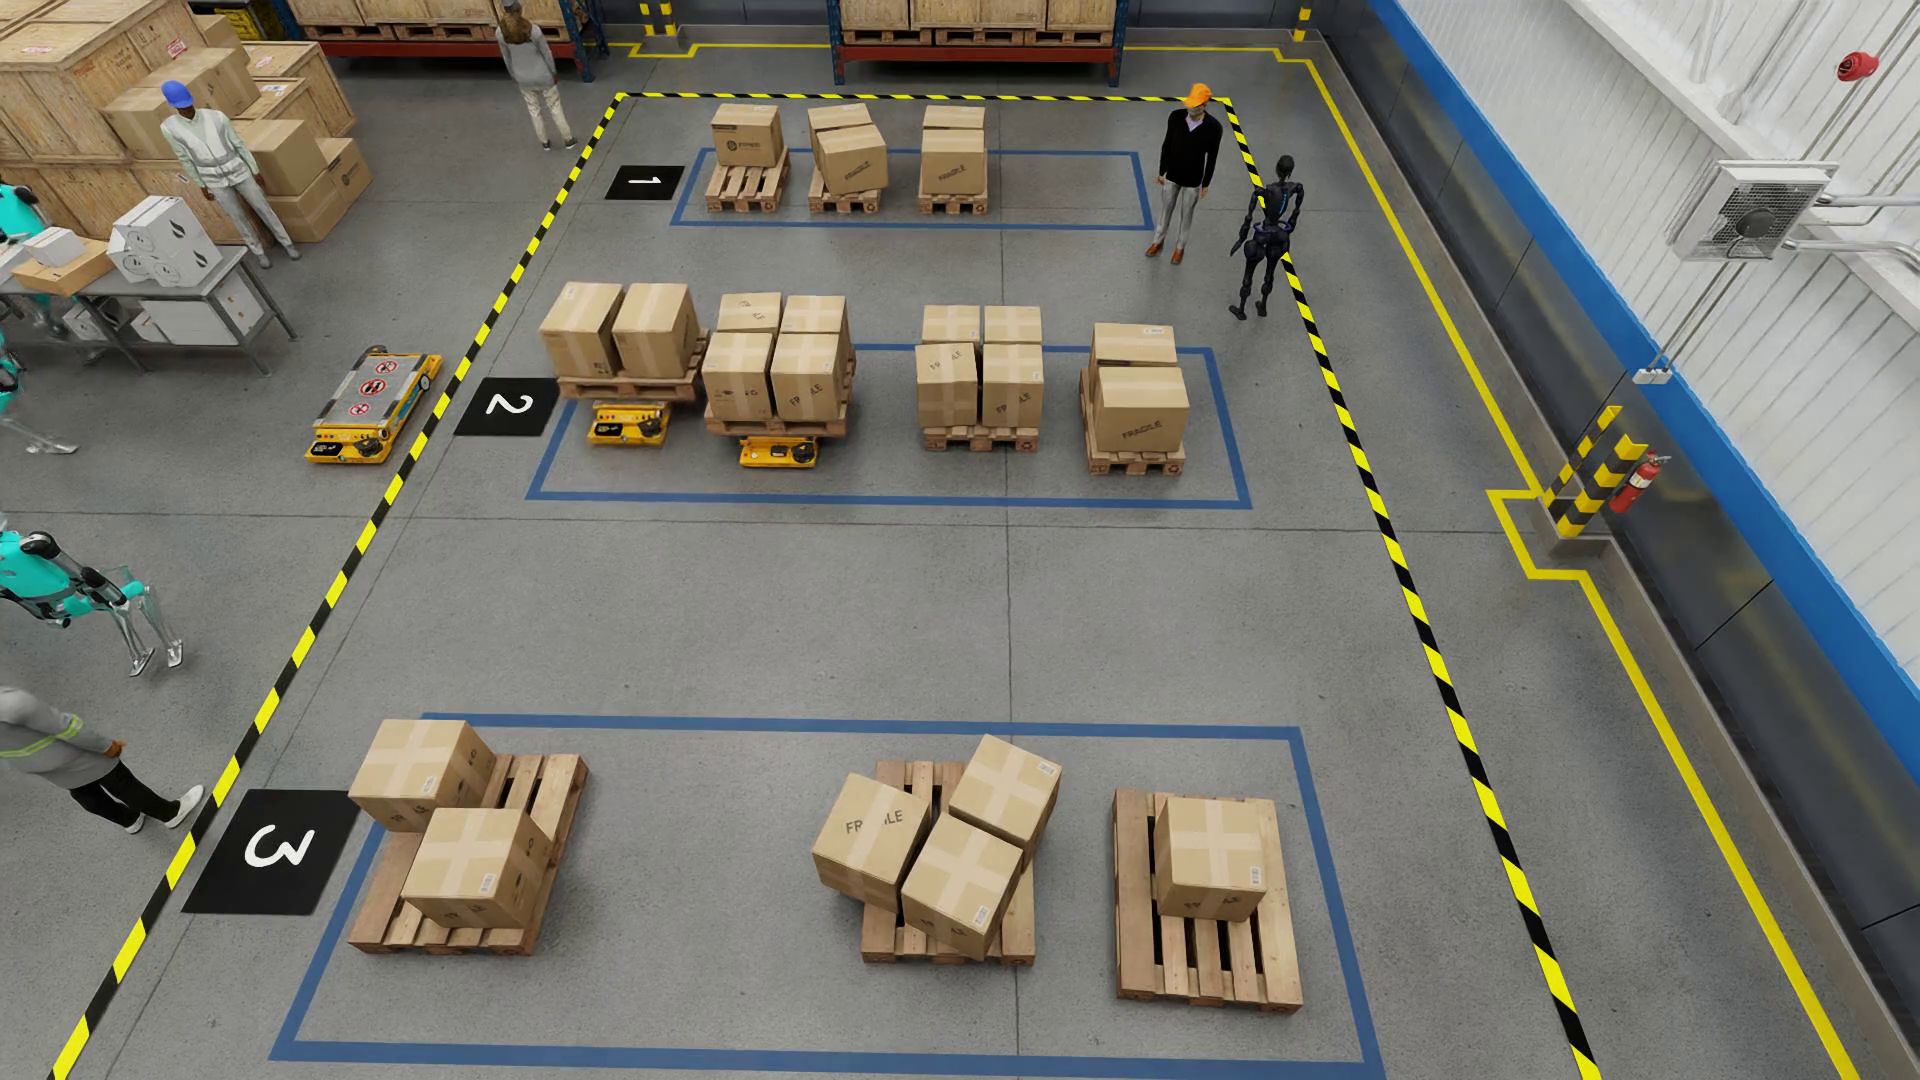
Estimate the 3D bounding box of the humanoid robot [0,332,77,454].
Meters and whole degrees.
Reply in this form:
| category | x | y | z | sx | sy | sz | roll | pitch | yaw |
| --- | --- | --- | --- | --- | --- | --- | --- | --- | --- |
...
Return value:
| category | x | y | z | sx | sy | sz | roll | pitch | yaw |
| --- | --- | --- | --- | --- | --- | --- | --- | --- | --- |
| humanoid robot | -8.044 | -1.318 | 7.528 | 0.838 | 1.792 | 0.611 | -31 | 56 | -23 |

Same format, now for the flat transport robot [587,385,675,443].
| category | x | y | z | sx | sy | sz | roll | pitch | yaw |
| --- | --- | --- | --- | --- | --- | --- | --- | --- | --- |
| flat transport robot | -2.977 | -1.469 | 8.592 | 0.652 | 0.197 | 1.431 | 1 | 50 | 1 |

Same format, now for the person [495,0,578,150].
| category | x | y | z | sx | sy | sz | roll | pitch | yaw |
| --- | --- | --- | --- | --- | --- | --- | --- | --- | --- |
| person | -5.193 | -5.661 | 11.177 | 0.565 | 1.761 | 0.407 | -4 | 50 | -3 |

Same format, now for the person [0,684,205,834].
| category | x | y | z | sx | sy | sz | roll | pitch | yaw |
| --- | --- | --- | --- | --- | --- | --- | --- | --- | --- |
| person | -5.240 | 1.189 | 5.327 | 0.586 | 1.848 | 0.394 | -4 | 50 | -3 |

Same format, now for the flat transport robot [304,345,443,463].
| category | x | y | z | sx | sy | sz | roll | pitch | yaw |
| --- | --- | --- | --- | --- | --- | --- | --- | --- | --- |
| flat transport robot | -5.383 | -1.269 | 8.441 | 0.659 | 0.231 | 1.431 | 1 | 50 | 1 |

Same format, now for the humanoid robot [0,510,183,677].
| category | x | y | z | sx | sy | sz | roll | pitch | yaw |
| --- | --- | --- | --- | --- | --- | --- | --- | --- | --- |
| humanoid robot | -5.829 | 0.263 | 6.097 | 0.533 | 1.672 | 0.735 | -12 | 51 | -10 |

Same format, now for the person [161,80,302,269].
| category | x | y | z | sx | sy | sz | roll | pitch | yaw |
| --- | --- | --- | --- | --- | --- | --- | --- | --- | --- |
| person | -7.540 | -3.742 | 9.442 | 0.602 | 1.939 | 0.412 | -30 | 56 | -23 |

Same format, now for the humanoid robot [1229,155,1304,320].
| category | x | y | z | sx | sy | sz | roll | pitch | yaw |
| --- | --- | --- | --- | --- | --- | --- | --- | --- | --- |
| humanoid robot | 2.966 | -2.919 | 8.906 | 0.599 | 1.655 | 0.315 | -7 | 50 | -6 |

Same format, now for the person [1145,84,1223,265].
| category | x | y | z | sx | sy | sz | roll | pitch | yaw |
| --- | --- | --- | --- | --- | --- | --- | --- | --- | --- |
| person | 2.322 | -3.767 | 9.500 | 0.586 | 1.881 | 0.387 | 26 | 55 | 21 |

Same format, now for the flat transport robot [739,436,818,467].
| category | x | y | z | sx | sy | sz | roll | pitch | yaw |
| --- | --- | --- | --- | --- | --- | --- | --- | --- | --- |
| flat transport robot | -1.582 | -1.235 | 8.394 | 0.652 | 0.197 | 1.431 | 1 | 50 | 1 |

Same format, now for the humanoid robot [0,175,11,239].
| category | x | y | z | sx | sy | sz | roll | pitch | yaw |
| --- | --- | --- | --- | --- | --- | --- | --- | --- | --- |
| humanoid robot | -10.169 | -3.577 | 9.478 | 0.576 | 1.641 | 0.609 | 0 | 50 | 0 |

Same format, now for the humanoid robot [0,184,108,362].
| category | x | y | z | sx | sy | sz | roll | pitch | yaw |
| --- | --- | --- | --- | --- | --- | --- | --- | --- | --- |
| humanoid robot | -8.488 | -2.419 | 8.472 | 0.537 | 1.744 | 0.962 | -16 | 52 | -13 |
